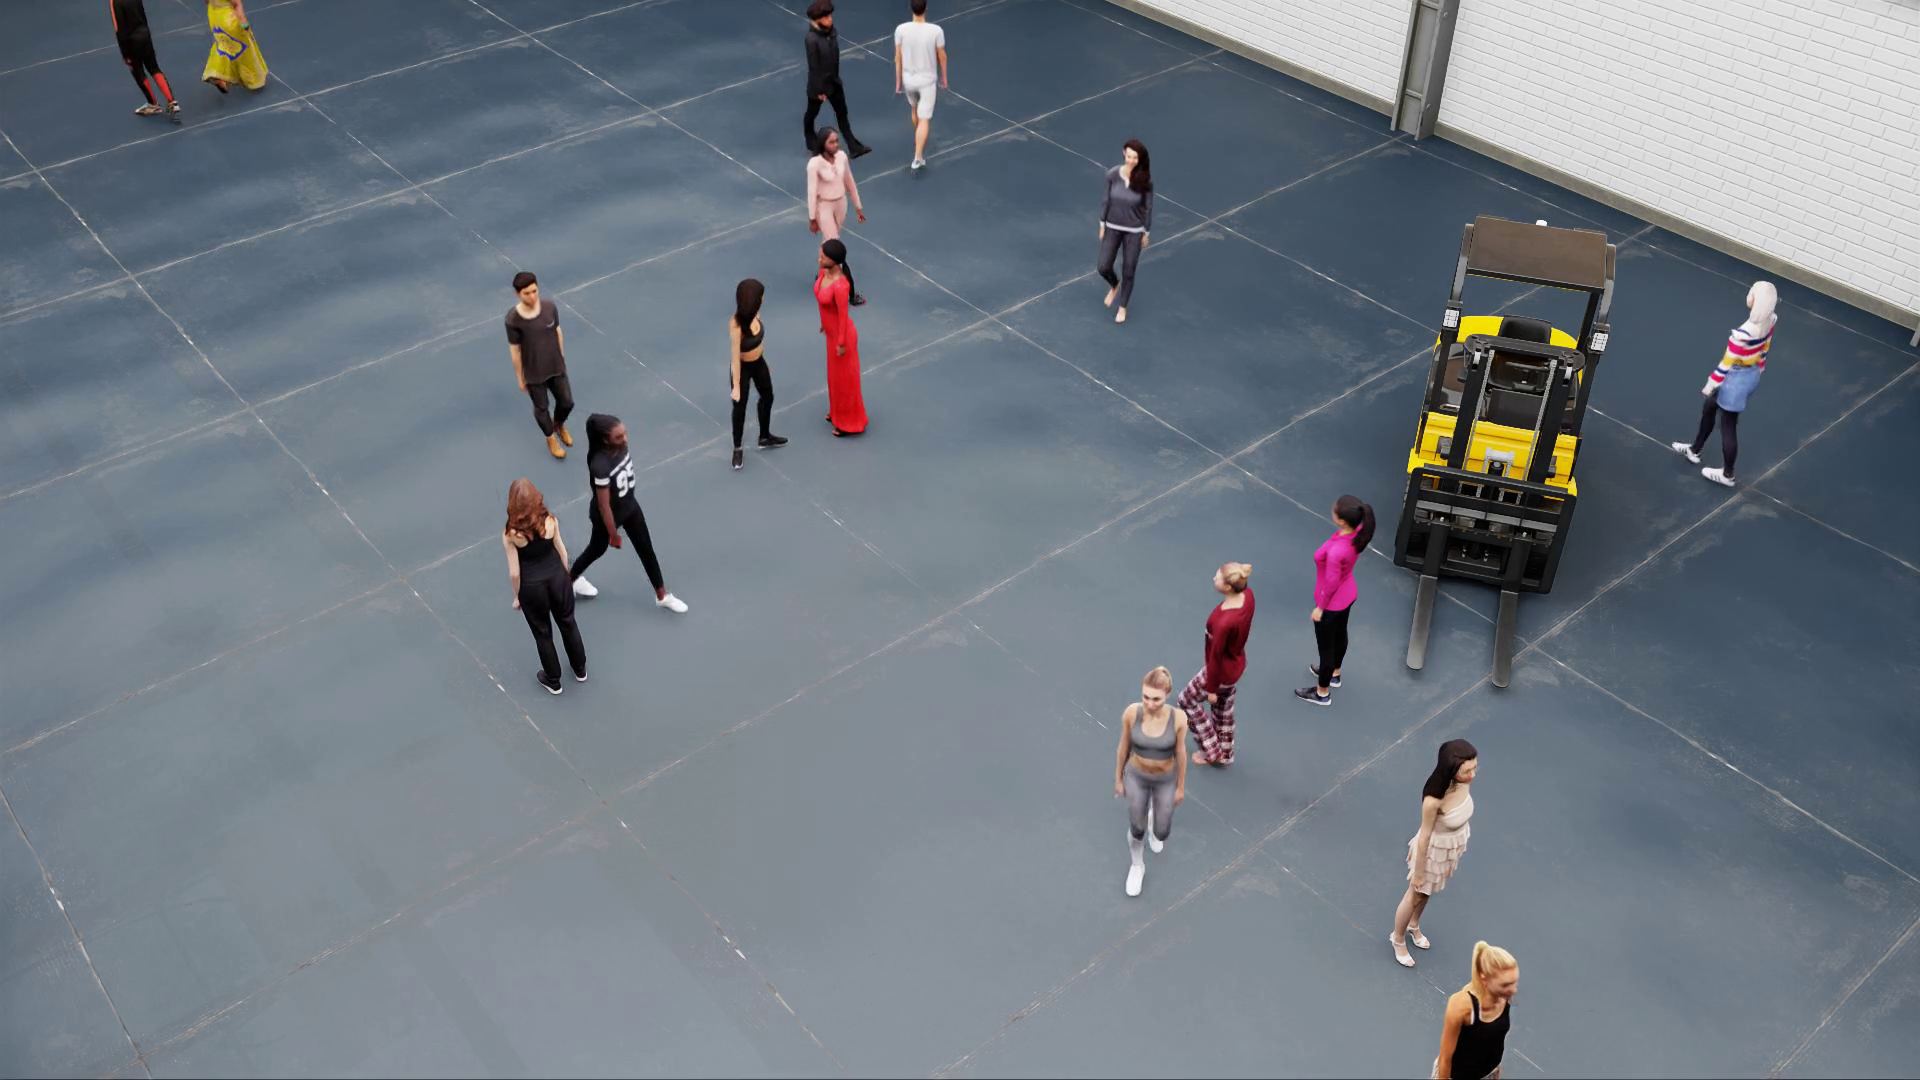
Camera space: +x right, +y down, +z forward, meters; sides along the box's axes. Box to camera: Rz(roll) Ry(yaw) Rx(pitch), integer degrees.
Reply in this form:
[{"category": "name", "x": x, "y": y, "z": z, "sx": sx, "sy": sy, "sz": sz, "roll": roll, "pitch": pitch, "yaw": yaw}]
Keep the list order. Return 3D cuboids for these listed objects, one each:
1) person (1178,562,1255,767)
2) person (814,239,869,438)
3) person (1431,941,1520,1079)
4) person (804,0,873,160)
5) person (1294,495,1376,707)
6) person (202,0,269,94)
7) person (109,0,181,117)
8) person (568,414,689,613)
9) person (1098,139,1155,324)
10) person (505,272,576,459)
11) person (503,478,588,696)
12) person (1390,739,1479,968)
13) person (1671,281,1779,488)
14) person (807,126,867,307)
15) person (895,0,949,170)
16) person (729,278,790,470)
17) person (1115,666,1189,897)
[{"category": "person", "x": 1.752, "y": 0.834, "z": 10.650, "sx": 0.696, "sy": 1.689, "sz": 0.698, "roll": 23, "pitch": 44, "yaw": 26}, {"category": "person", "x": -0.984, "y": -1.682, "z": 13.729, "sx": 0.760, "sy": 1.787, "sz": 0.635, "roll": -16, "pitch": 41, "yaw": -19}, {"category": "person", "x": 2.510, "y": 2.629, "z": 8.277, "sx": 0.628, "sy": 1.844, "sz": 0.592, "roll": -21, "pitch": 43, "yaw": -24}, {"category": "person", "x": -1.524, "y": -4.918, "z": 17.819, "sx": 1.146, "sy": 1.729, "sz": 0.806, "roll": 25, "pitch": 45, "yaw": 28}, {"category": "person", "x": 2.538, "y": 0.398, "z": 11.195, "sx": 0.637, "sy": 1.700, "sz": 0.638, "roll": 24, "pitch": 45, "yaw": 27}, {"category": "person", "x": -8.452, "y": -5.888, "z": 19.113, "sx": 1.186, "sy": 1.640, "sz": 1.181, "roll": 10, "pitch": 40, "yaw": 12}, {"category": "person", "x": -9.145, "y": -5.543, "z": 18.565, "sx": 1.034, "sy": 1.777, "sz": 0.942, "roll": 19, "pitch": 42, "yaw": 22}, {"category": "person", "x": -2.553, "y": -0.187, "z": 11.932, "sx": 1.307, "sy": 1.684, "sz": 1.077, "roll": 11, "pitch": 40, "yaw": 14}, {"category": "person", "x": 1.515, "y": -2.874, "z": 15.232, "sx": 0.774, "sy": 1.764, "sz": 0.843, "roll": 10, "pitch": 40, "yaw": 12}, {"category": "person", "x": -3.429, "y": -1.452, "z": 13.499, "sx": 0.647, "sy": 1.705, "sz": 0.632, "roll": -23, "pitch": 44, "yaw": -26}, {"category": "person", "x": -2.817, "y": 0.315, "z": 11.252, "sx": 0.601, "sy": 1.747, "sz": 0.547, "roll": -23, "pitch": 44, "yaw": -26}, {"category": "person", "x": 2.690, "y": 1.767, "z": 9.443, "sx": 0.540, "sy": 1.736, "sz": 0.594, "roll": 32, "pitch": 48, "yaw": 34}, {"category": "person", "x": 6.212, "y": -1.192, "z": 13.110, "sx": 0.648, "sy": 1.784, "sz": 0.822, "roll": -28, "pitch": 46, "yaw": -30}, {"category": "person", "x": -1.268, "y": -3.075, "z": 15.542, "sx": 1.022, "sy": 1.693, "sz": 0.729, "roll": 29, "pitch": 47, "yaw": 31}, {"category": "person", "x": -0.437, "y": -4.822, "z": 17.636, "sx": 1.253, "sy": 1.807, "sz": 1.259, "roll": 7, "pitch": 39, "yaw": 8}, {"category": "person", "x": -1.754, "y": -1.383, "z": 13.475, "sx": 0.705, "sy": 1.627, "sz": 0.767, "roll": 25, "pitch": 45, "yaw": 28}, {"category": "person", "x": 1.154, "y": 1.385, "z": 9.958, "sx": 0.827, "sy": 1.691, "sz": 0.867, "roll": 7, "pitch": 39, "yaw": 9}]
